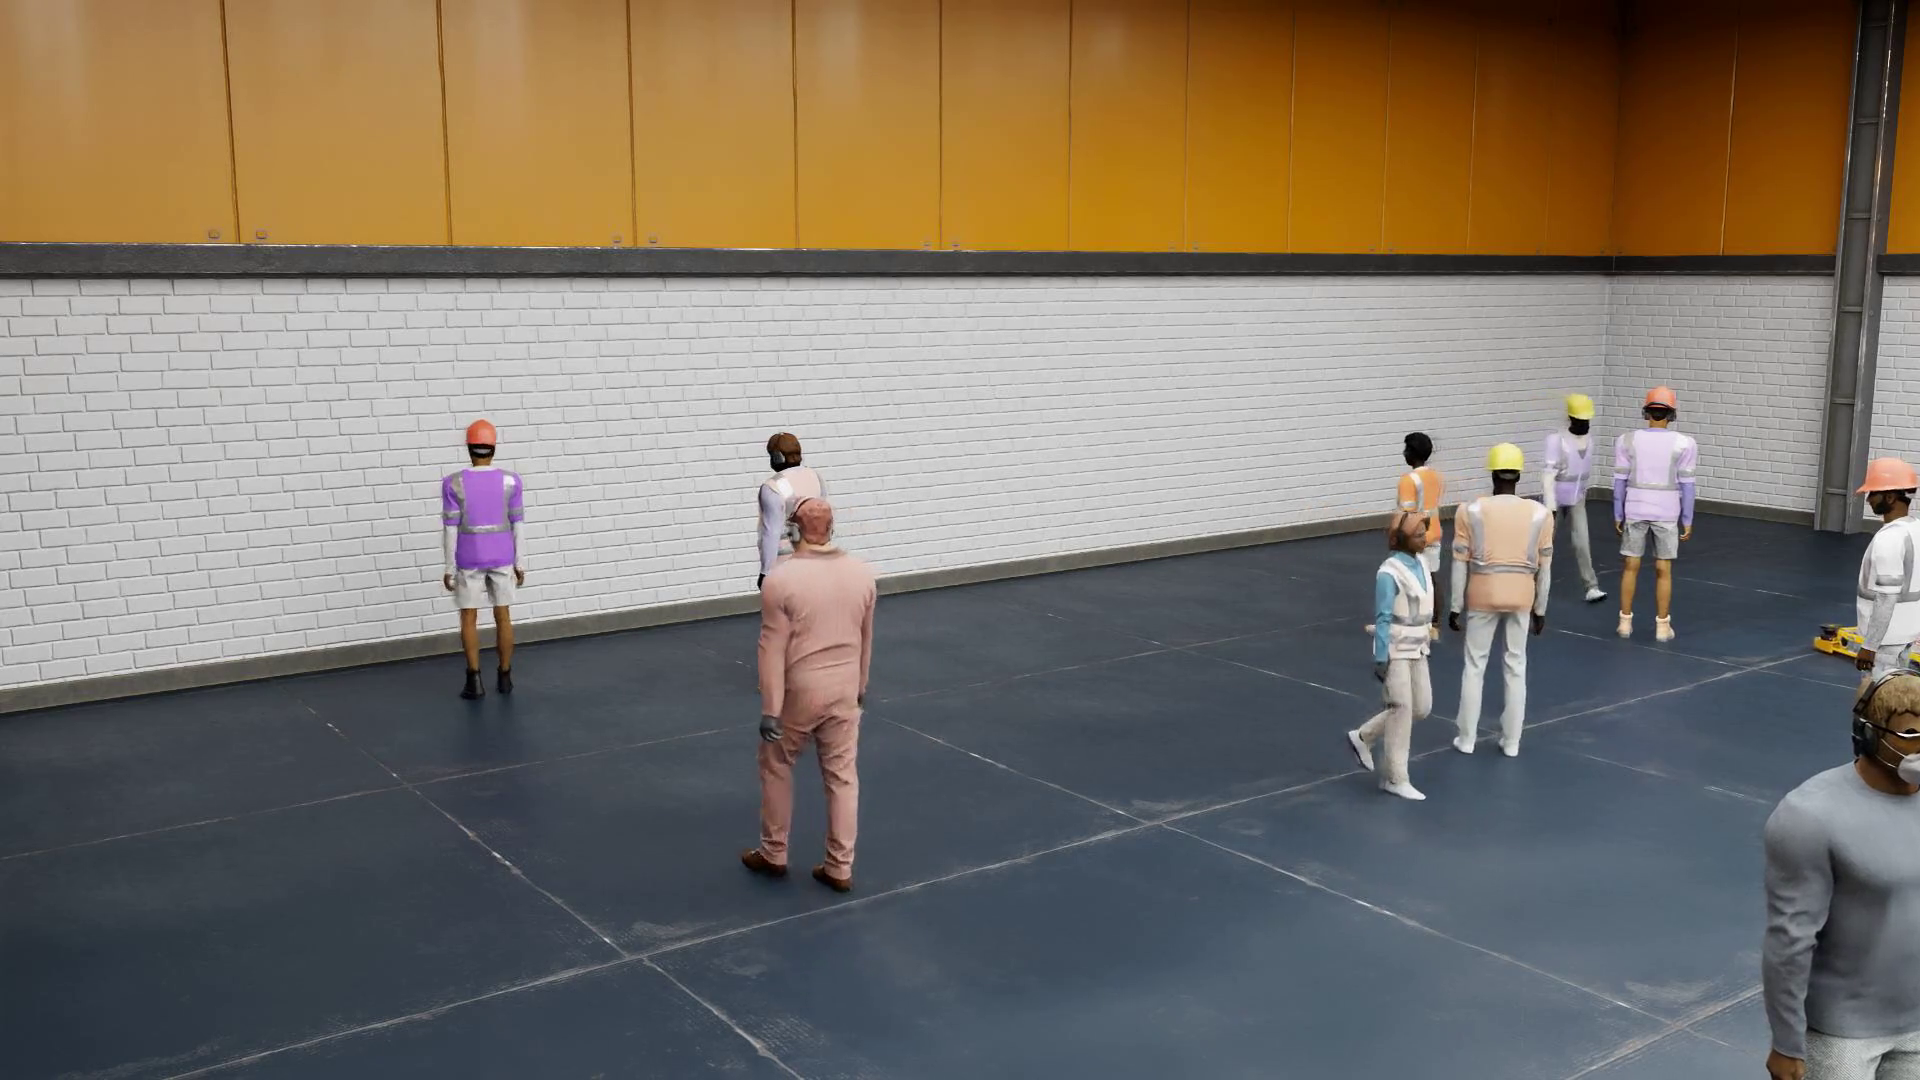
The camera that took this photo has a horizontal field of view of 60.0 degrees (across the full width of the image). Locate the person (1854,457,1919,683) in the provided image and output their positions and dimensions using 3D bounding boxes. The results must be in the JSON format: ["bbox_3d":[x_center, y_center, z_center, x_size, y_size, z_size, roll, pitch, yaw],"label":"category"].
[{"bbox_3d":[5.097,0.505,9.196,0.359,1.936,0.544,8,12,42],"label":"person"}]

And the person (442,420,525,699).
[{"bbox_3d":[-3.287,0.144,11.488,0.578,1.928,0.478,-4,10,-22],"label":"person"}]

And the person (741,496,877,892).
[{"bbox_3d":[-0.756,0.720,8.020,0.685,1.879,0.773,-7,12,-37],"label":"person"}]

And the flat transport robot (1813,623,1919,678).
[{"bbox_3d":[7.063,0.839,12.249,0.652,0.197,1.431,-2,9,-10],"label":"flat transport robot"}]

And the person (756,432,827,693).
[{"bbox_3d":[-1.200,0.166,11.590,0.429,1.839,0.623,6,11,31],"label":"person"}]

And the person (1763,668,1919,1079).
[{"bbox_3d":[2.395,1.281,4.394,0.636,1.938,0.358,-3,10,-17],"label":"person"}]

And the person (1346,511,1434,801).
[{"bbox_3d":[2.428,0.631,9.349,0.467,1.631,0.523,7,12,38],"label":"person"}]

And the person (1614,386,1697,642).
[{"bbox_3d":[5.549,-0.211,13.313,0.609,2.034,0.399,5,11,30],"label":"person"}]

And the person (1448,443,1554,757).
[{"bbox_3d":[3.289,0.368,10.166,0.594,1.906,0.446,1,9,7],"label":"person"}]

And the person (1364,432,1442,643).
[{"bbox_3d":[3.552,-0.024,13.259,0.548,1.670,0.693,-8,12,-42],"label":"person"}]

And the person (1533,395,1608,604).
[{"bbox_3d":[5.403,-0.371,14.824,0.625,1.867,1.018,-4,10,-23],"label":"person"}]
